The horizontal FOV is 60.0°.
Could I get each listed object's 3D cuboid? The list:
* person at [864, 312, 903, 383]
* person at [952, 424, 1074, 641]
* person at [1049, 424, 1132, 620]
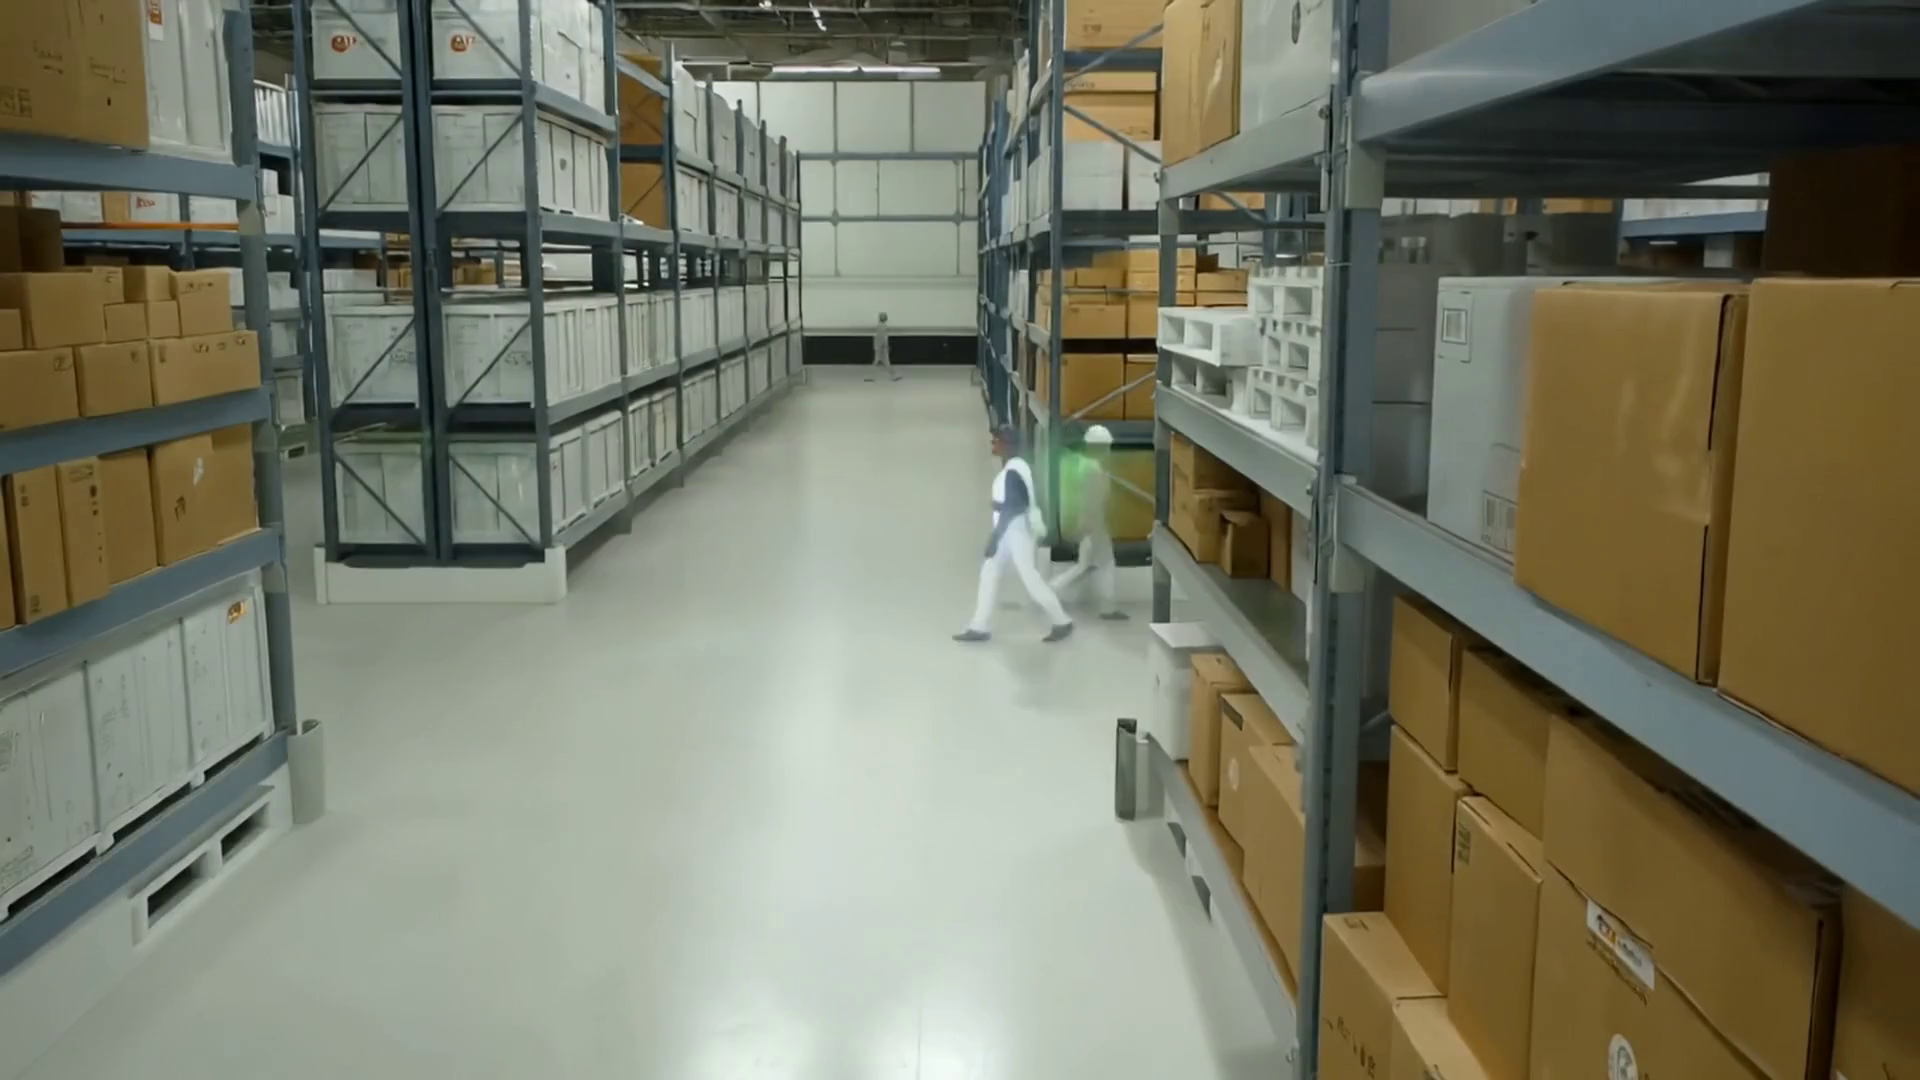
[{"bbox_3d":[-2.089,-5.130,44.389,1.069,1.881,0.647,0,9,-1],"label":"person"},{"bbox_3d":[0.465,-0.050,13.501,0.979,1.798,0.580,-2,9,-10],"label":"person"},{"bbox_3d":[1.089,-0.149,14.322,0.732,1.716,0.493,0,9,-2],"label":"person"}]
